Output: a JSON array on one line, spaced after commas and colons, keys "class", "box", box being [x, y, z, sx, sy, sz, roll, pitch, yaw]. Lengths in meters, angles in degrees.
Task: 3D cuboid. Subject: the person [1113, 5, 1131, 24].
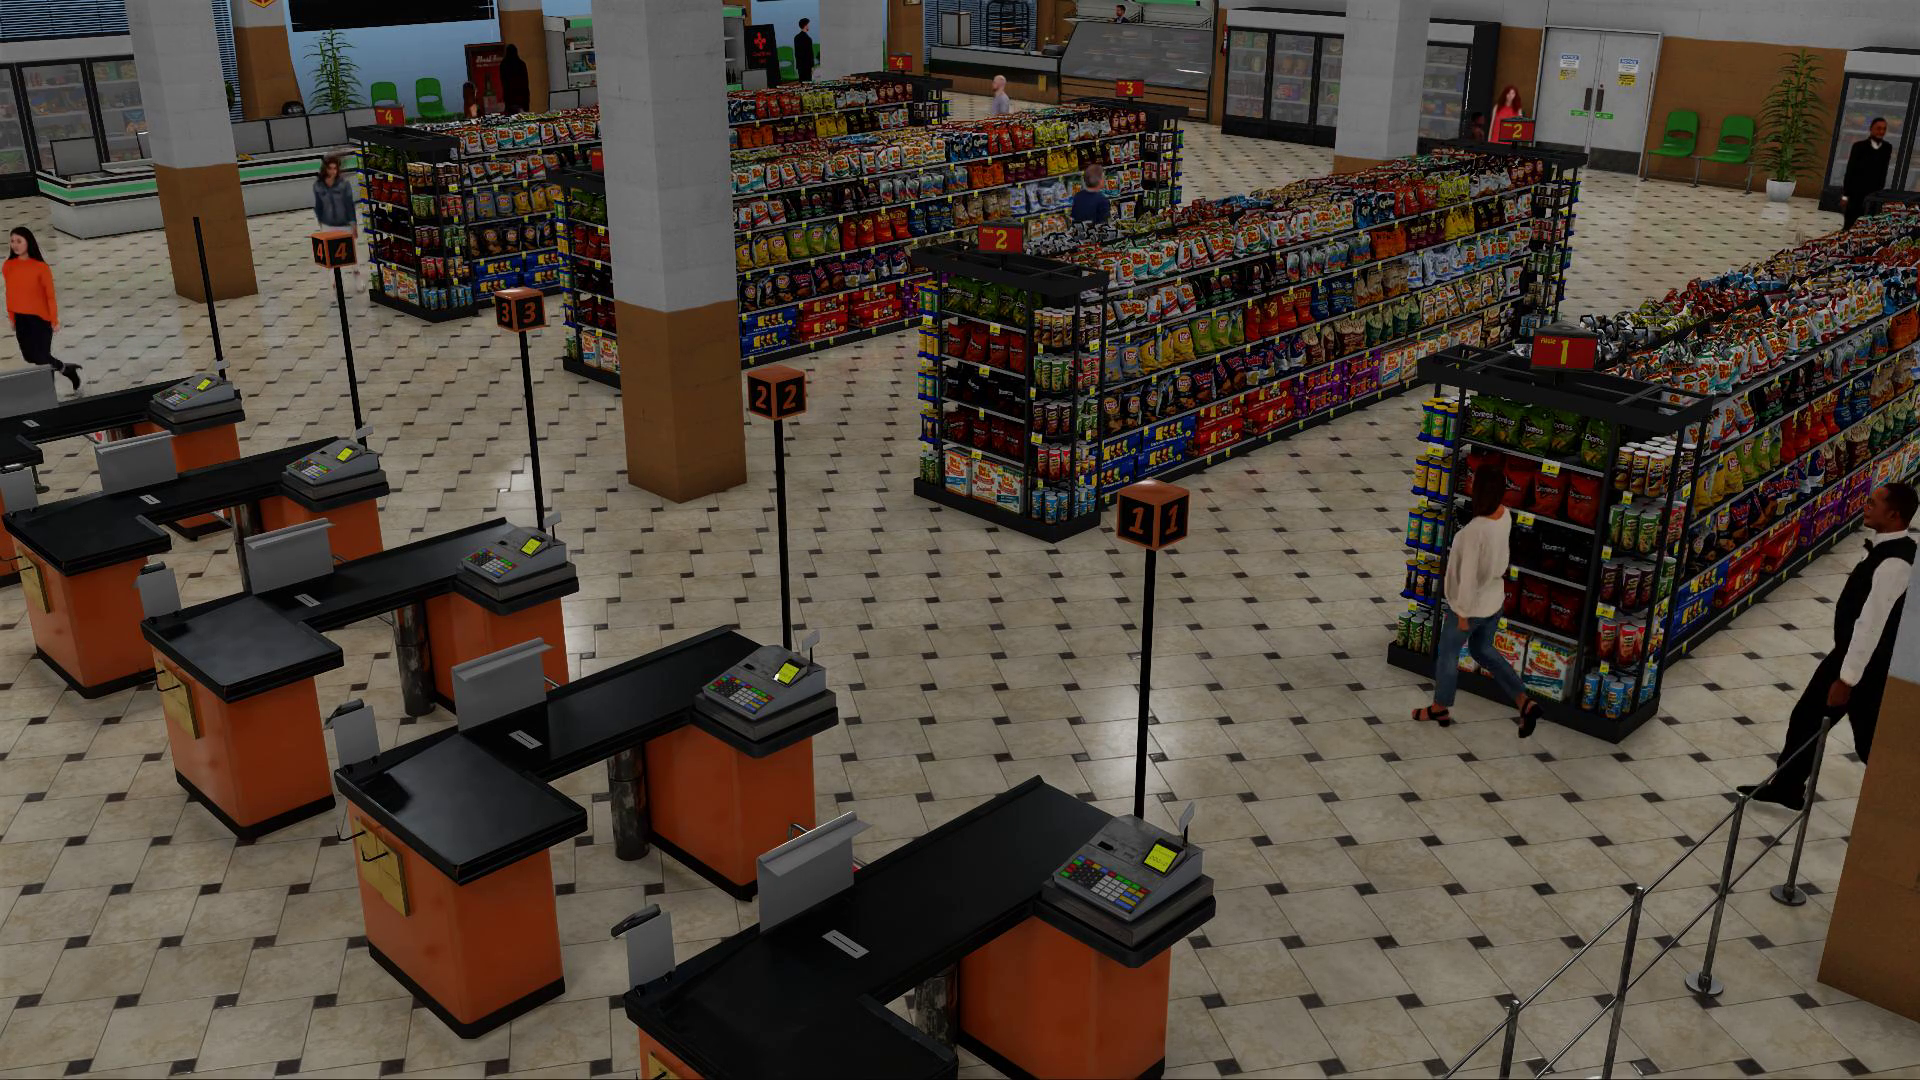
[{"class": "person", "box": [3.711, -11.416, 38.496, 0.547, 1.866, 0.626, -20, 30, -41]}]

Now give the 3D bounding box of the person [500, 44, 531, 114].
[{"class": "person", "box": [-8.259, -8.316, 30.927, 0.755, 1.757, 0.822, -1, 22, -2]}]

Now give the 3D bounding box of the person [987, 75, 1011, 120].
[{"class": "person", "box": [0.691, -6.185, 25.566, 1.313, 1.800, 1.082, -6, 23, -14]}]

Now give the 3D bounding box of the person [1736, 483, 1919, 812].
[{"class": "person", "box": [4.694, 0.656, 8.423, 1.034, 1.886, 1.265, 10, 24, 23]}]

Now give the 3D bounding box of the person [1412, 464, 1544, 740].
[{"class": "person", "box": [3.000, 0.381, 9.413, 0.914, 1.659, 0.685, -20, 29, -40]}]

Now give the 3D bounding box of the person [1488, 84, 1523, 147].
[{"class": "person", "box": [8.074, -5.840, 24.711, 0.926, 1.797, 1.065, 5, 22, 12]}]

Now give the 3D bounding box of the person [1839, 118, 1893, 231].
[{"class": "person", "box": [11.258, -4.326, 20.817, 0.891, 1.890, 0.948, 2, 22, 5]}]

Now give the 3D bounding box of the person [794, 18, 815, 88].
[{"class": "person", "box": [-3.246, -9.930, 34.761, 0.596, 1.893, 0.694, -19, 28, -39]}]

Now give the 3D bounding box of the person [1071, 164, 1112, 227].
[{"class": "person", "box": [1.322, -3.022, 17.621, 0.692, 1.854, 0.804, 18, 28, 37]}]

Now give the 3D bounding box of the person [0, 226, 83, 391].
[{"class": "person", "box": [-8.465, -2.018, 15.292, 0.941, 1.727, 1.098, 4, 22, 11]}]

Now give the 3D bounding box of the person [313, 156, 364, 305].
[{"class": "person", "box": [-7.230, -3.633, 19.384, 1.019, 1.674, 0.985, -4, 22, -10]}]

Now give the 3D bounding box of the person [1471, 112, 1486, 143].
[{"class": "person", "box": [7.972, -6.044, 25.974, 0.834, 1.233, 0.923, 8, 23, 19]}]
